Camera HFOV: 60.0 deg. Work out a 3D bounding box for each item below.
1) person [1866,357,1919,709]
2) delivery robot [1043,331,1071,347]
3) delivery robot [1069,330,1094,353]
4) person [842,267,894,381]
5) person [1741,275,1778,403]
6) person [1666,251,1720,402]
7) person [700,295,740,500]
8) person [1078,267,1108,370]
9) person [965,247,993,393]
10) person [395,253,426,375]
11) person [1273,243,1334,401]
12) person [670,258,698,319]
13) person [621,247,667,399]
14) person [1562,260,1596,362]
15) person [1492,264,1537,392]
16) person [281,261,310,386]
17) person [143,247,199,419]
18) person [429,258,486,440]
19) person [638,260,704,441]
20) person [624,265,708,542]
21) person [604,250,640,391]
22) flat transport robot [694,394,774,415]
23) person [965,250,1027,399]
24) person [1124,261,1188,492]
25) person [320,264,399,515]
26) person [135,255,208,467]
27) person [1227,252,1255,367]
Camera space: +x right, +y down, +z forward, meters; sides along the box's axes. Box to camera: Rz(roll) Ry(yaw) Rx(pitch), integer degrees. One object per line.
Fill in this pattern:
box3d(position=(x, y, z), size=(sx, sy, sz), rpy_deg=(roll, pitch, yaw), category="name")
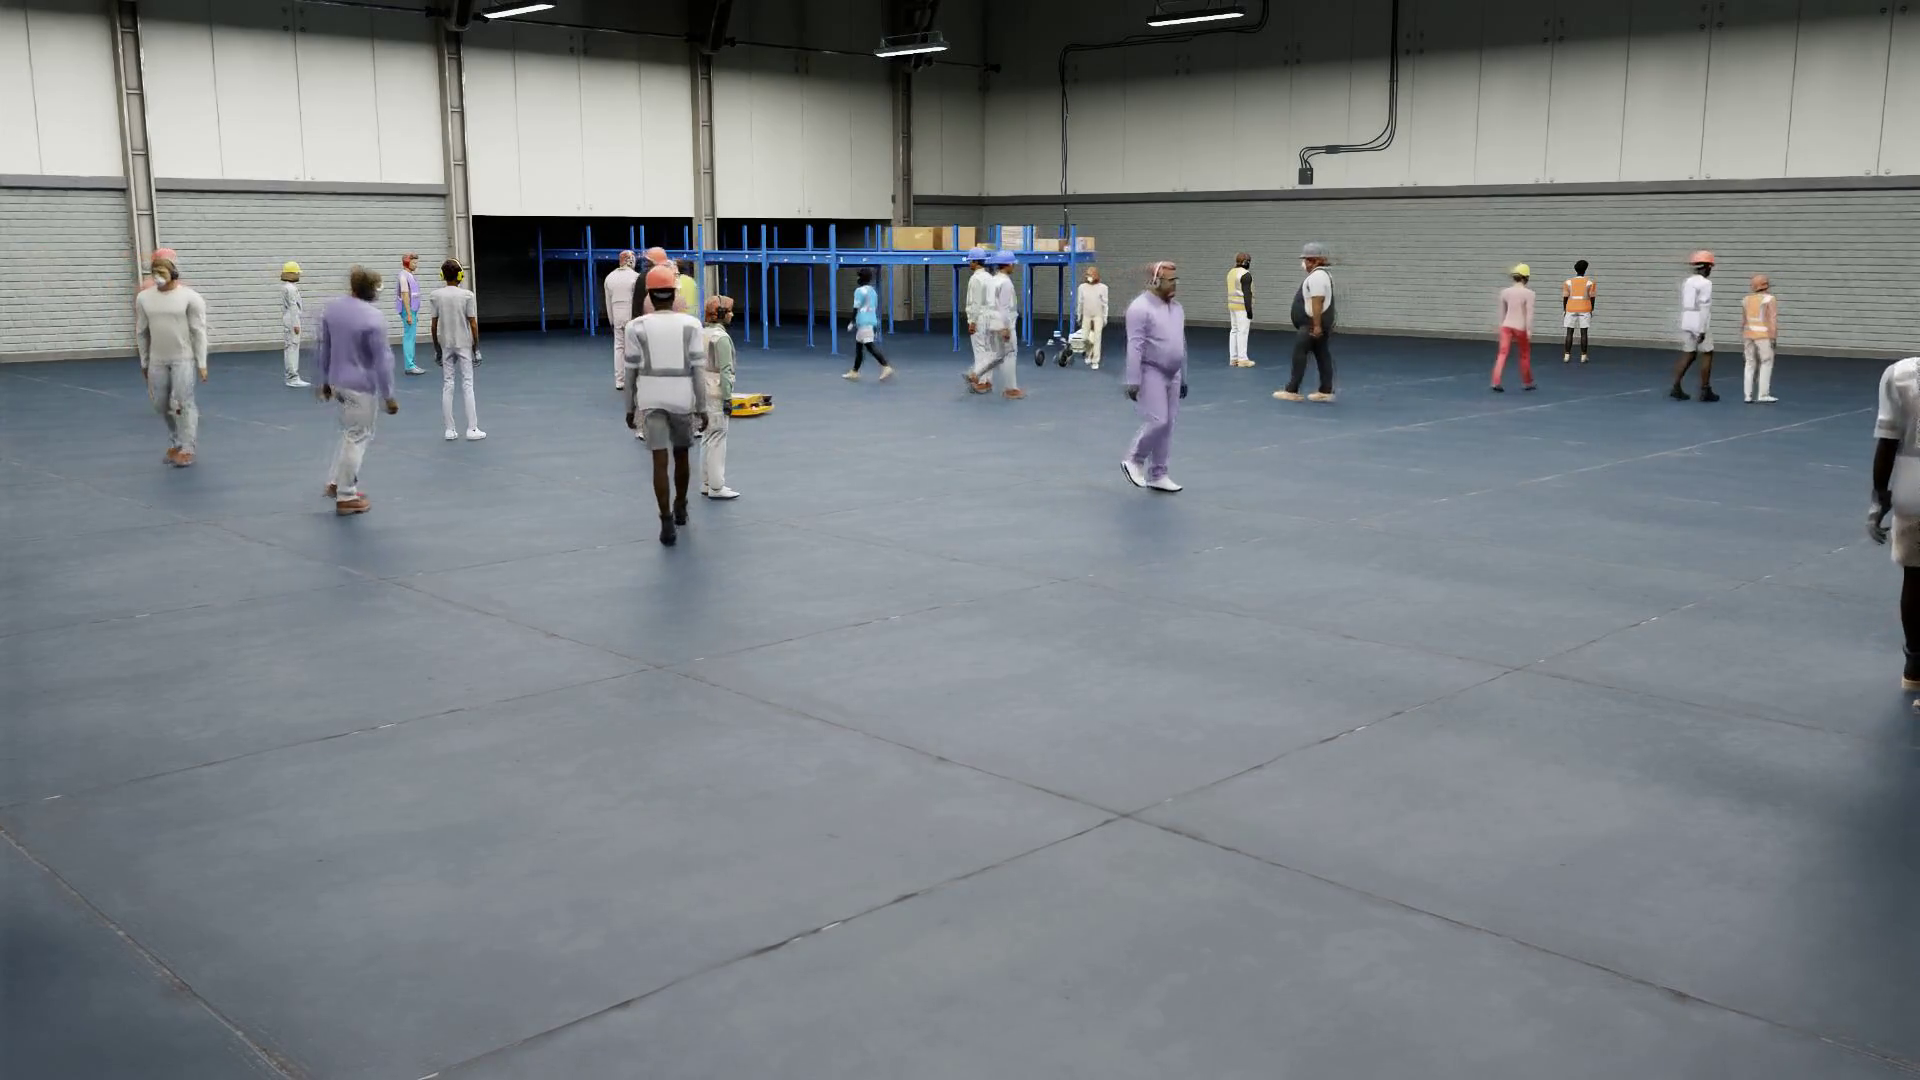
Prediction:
box3d(position=(4.410, -0.201, 7.440), size=(0.610, 1.931, 0.966), rpy_deg=(7, 13, 34), category="person")
box3d(position=(1.589, -3.299, 27.224), size=(0.335, 0.223, 0.698), rpy_deg=(5, 12, 26), category="delivery robot")
box3d(position=(2.182, -3.526, 29.170), size=(0.477, 0.478, 0.707), rpy_deg=(5, 12, 27), category="delivery robot")
box3d(position=(-1.324, -3.149, 24.245), size=(0.853, 1.661, 0.541), rpy_deg=(4, 11, 19), category="person")
box3d(position=(10.114, -2.546, 21.095), size=(0.342, 1.610, 0.553), rpy_deg=(-5, 12, -26), category="person")
box3d(position=(9.464, -2.753, 21.401), size=(0.648, 1.905, 0.558), rpy_deg=(-2, 11, -9), category="person")
box3d(position=(-1.961, -1.156, 13.453), size=(0.318, 1.628, 0.509), rpy_deg=(-5, 12, -26), category="person")
box3d(position=(2.130, -3.541, 26.483), size=(0.522, 1.615, 0.477), rpy_deg=(3, 11, 17), category="person")
box3d(position=(0.256, -2.974, 22.496), size=(0.400, 1.945, 0.615), rpy_deg=(4, 11, 19), category="person")
box3d(position=(-8.425, -3.461, 25.444), size=(0.390, 1.840, 0.565), rpy_deg=(-2, 11, -11), category="person")
box3d(position=(4.390, -2.764, 21.217), size=(0.875, 2.000, 0.720), rpy_deg=(3, 11, 18), category="person")
box3d(position=(-3.988, -3.081, 23.513), size=(0.956, 1.795, 0.644), rpy_deg=(6, 12, 29), category="person")
box3d(position=(-3.929, -2.711, 21.006), size=(0.542, 1.967, 0.638), rpy_deg=(-6, 12, -30), category="person")
box3d(position=(10.352, -3.827, 27.833), size=(0.536, 1.696, 0.318), rpy_deg=(5, 11, 25), category="person")
box3d(position=(7.561, -2.880, 22.612), size=(0.893, 1.720, 0.535), rpy_deg=(-9, 14, -40), category="person")
box3d(position=(-9.384, -3.045, 23.446), size=(0.320, 1.742, 0.492), rpy_deg=(-6, 12, -31), category="person")
box3d(position=(-9.239, -2.413, 19.381), size=(0.783, 1.973, 0.621), rpy_deg=(5, 11, 25), category="person")
box3d(position=(-5.230, -1.978, 17.311), size=(0.510, 1.862, 0.328), rpy_deg=(1, 10, 3), category="person")
box3d(position=(-2.955, -1.931, 17.061), size=(0.957, 1.864, 0.647), rpy_deg=(-7, 12, -33), category="person")
box3d(position=(-2.087, -0.978, 11.757), size=(0.562, 1.887, 0.975), rpy_deg=(-2, 11, -13), category="person")
box3d(position=(-4.535, -3.008, 22.815), size=(0.636, 1.903, 0.404), rpy_deg=(5, 12, 27), category="person")
box3d(position=(-3.002, -1.633, 19.878), size=(1.431, 0.197, 0.652), rpy_deg=(2, 11, 12), category="flat transport robot")
box3d(position=(0.491, -2.799, 21.605), size=(0.722, 1.928, 0.613), rpy_deg=(-3, 11, -13), category="person")
box3d(position=(1.657, -1.338, 13.711), size=(0.416, 1.892, 0.672), rpy_deg=(10, 14, 43), category="person")
box3d(position=(-4.594, -1.143, 12.683), size=(0.729, 1.890, 0.451), rpy_deg=(8, 13, 37), category="person")
box3d(position=(-7.279, -1.664, 15.410), size=(0.650, 1.939, 0.455), rpy_deg=(0, 10, 1), category="person")
box3d(position=(4.576, -3.754, 27.084), size=(0.428, 1.832, 0.627), rpy_deg=(-3, 11, -17), category="person")
